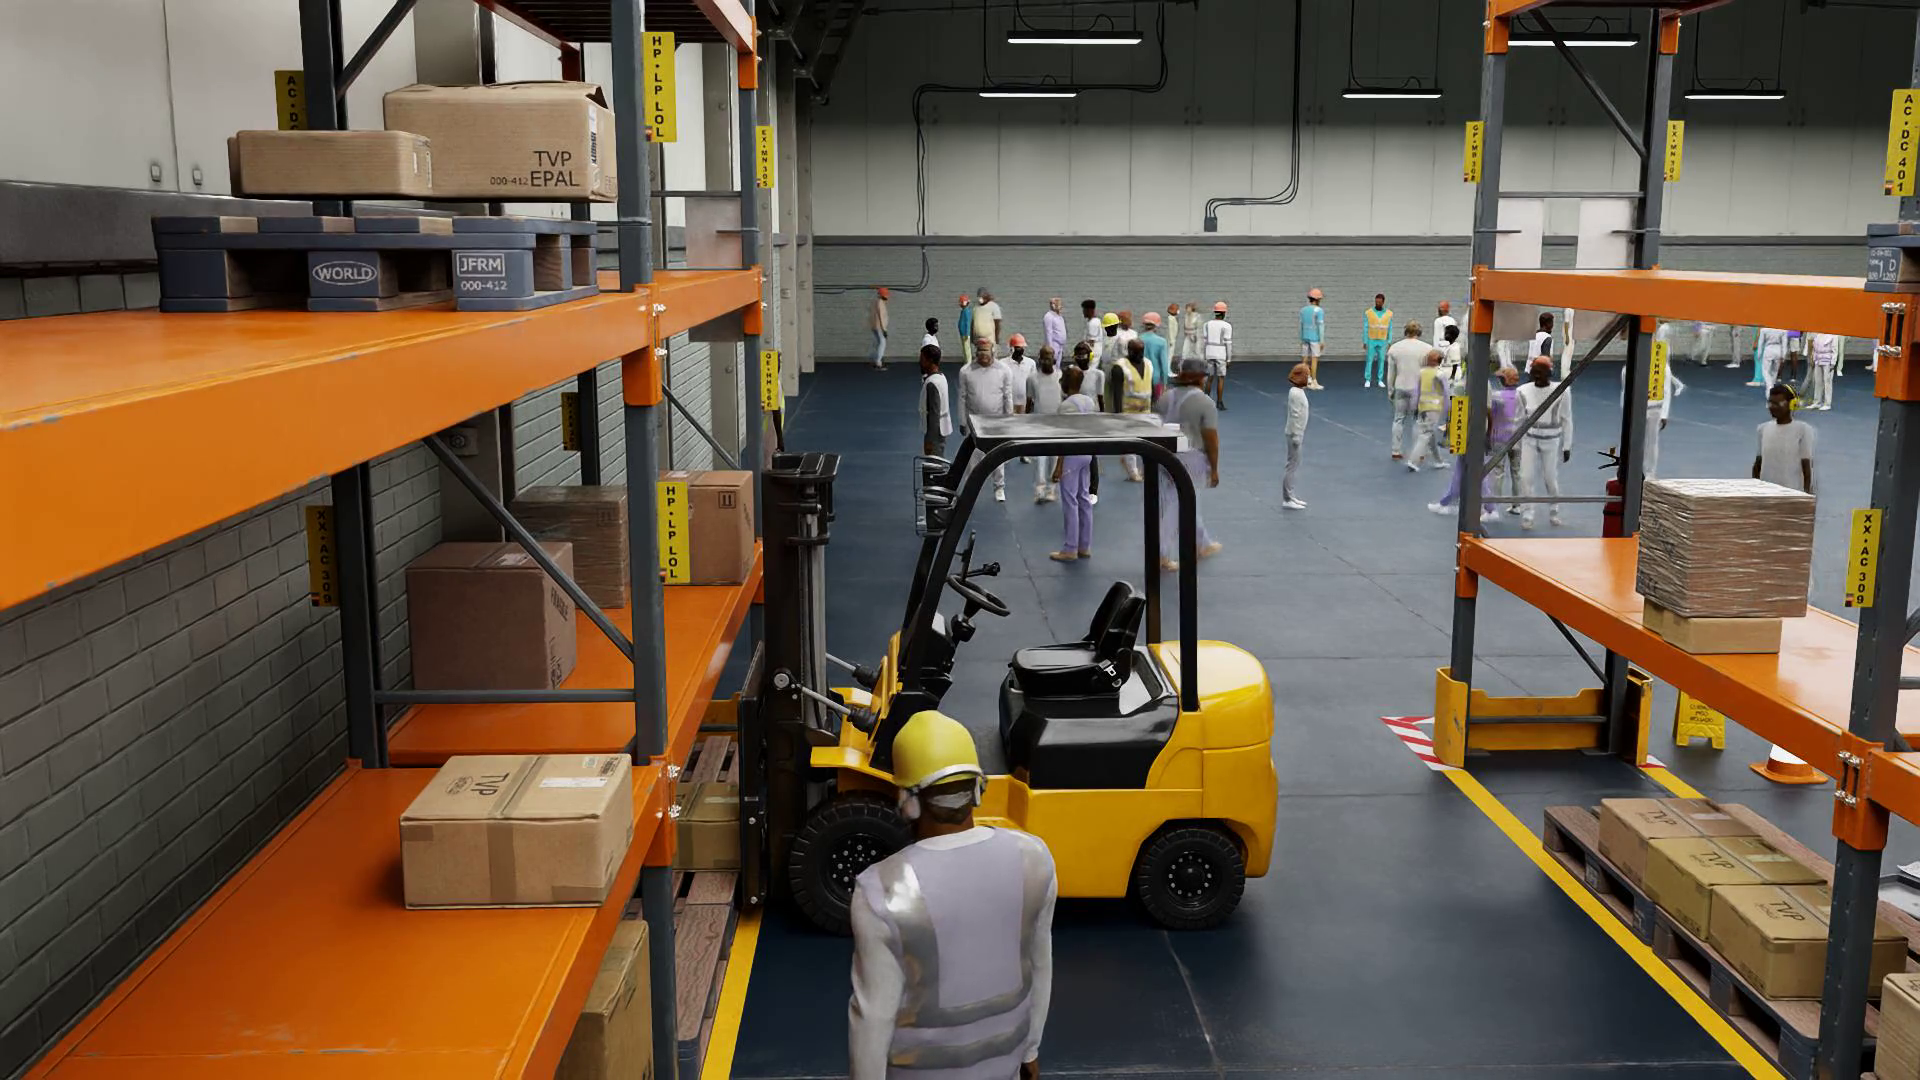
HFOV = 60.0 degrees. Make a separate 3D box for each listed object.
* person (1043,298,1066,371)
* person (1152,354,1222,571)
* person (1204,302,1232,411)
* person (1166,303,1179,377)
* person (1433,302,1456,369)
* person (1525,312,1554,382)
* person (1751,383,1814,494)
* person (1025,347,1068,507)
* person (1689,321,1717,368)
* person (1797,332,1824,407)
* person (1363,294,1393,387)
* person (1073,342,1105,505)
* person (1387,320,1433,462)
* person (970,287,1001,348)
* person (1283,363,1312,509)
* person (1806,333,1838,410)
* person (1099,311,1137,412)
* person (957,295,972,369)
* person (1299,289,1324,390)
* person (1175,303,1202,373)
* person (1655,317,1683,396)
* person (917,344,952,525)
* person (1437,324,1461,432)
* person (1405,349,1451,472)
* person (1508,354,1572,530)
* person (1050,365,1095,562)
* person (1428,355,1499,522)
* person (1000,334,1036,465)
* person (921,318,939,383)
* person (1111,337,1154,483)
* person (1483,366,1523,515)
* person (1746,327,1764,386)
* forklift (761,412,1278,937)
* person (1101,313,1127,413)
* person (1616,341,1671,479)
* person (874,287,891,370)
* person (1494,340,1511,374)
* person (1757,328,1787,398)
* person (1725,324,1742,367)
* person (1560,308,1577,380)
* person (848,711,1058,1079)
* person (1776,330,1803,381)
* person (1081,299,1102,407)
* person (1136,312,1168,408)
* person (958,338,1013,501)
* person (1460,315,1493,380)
[{"bbox_3d":[1.854,-3.737,32.254,0.409,1.909,0.640,4,11,22],"label":"person"},{"bbox_3d":[2.088,-0.776,15.382,1.143,2.000,0.689,-7,12,-34],"label":"person"},{"bbox_3d":[4.582,-3.258,29.541,0.539,1.929,0.391,7,13,35],"label":"person"},{"bbox_3d":[4.709,-4.433,36.922,0.279,1.627,0.499,2,10,13],"label":"person"},{"bbox_3d":[9.096,-3.536,31.251,0.591,1.873,0.371,-9,13,-40],"label":"person"},{"bbox_3d":[8.913,-2.541,25.585,0.397,1.911,0.588,0,10,-3],"label":"person"},{"bbox_3d":[6.689,-0.354,13.553,0.477,1.852,0.542,-6,12,-29],"label":"person"},{"bbox_3d":[1.008,-1.286,18.885,0.537,1.793,0.952,0,10,0],"label":"person"},{"bbox_3d":[17.627,-4.954,39.334,0.632,1.798,0.477,-7,12,-33],"label":"person"},{"bbox_3d":[15.488,-3.296,30.054,0.623,1.828,0.404,-5,11,-27],"label":"person"},{"bbox_3d":[8.603,-4.102,34.259,0.590,1.917,0.397,0,10,3],"label":"person"},{"bbox_3d":[1.404,-1.331,18.990,0.507,1.863,0.326,5,11,24],"label":"person"},{"bbox_3d":[6.120,-2.021,22.643,0.634,1.931,0.364,7,12,35],"label":"person"},{"bbox_3d":[0.493,-4.410,35.626,0.698,2.000,0.611,7,12,34],"label":"person"},{"bbox_3d":[3.797,-1.172,18.724,0.266,1.631,0.507,3,11,16],"label":"person"},{"bbox_3d":[15.385,-3.128,29.611,0.307,1.636,0.525,-2,10,-12],"label":"person"},{"bbox_3d":[2.675,-2.899,27.758,0.588,1.858,0.880,-5,12,-28],"label":"person"},{"bbox_3d":[0.102,-4.823,38.728,0.340,1.749,0.572,-1,10,-8],"label":"person"},{"bbox_3d":[7.154,-4.064,33.695,0.391,2.040,0.615,-7,12,-33],"label":"person"},{"bbox_3d":[5.304,-4.621,38.081,0.524,1.593,0.858,9,14,41],"label":"person"},{"bbox_3d":[13.579,-3.609,32.062,0.679,1.713,0.492,4,11,20],"label":"person"},{"bbox_3d":[-0.274,-1.104,17.551,0.380,1.918,0.596,1,10,3],"label":"person"},{"bbox_3d":[7.710,-2.537,26.152,0.316,1.696,0.542,2,10,9],"label":"person"},{"bbox_3d":[6.137,-1.692,21.712,0.843,1.599,0.530,-5,11,-27],"label":"person"},{"bbox_3d":[6.077,-1.026,17.364,0.644,1.852,0.703,6,12,32],"label":"person"},{"bbox_3d":[1.055,-0.718,15.604,0.344,1.847,0.505,8,13,39],"label":"person"},{"bbox_3d":[5.502,-1.111,17.932,0.482,1.816,0.994,-6,12,-32],"label":"person"},{"bbox_3d":[0.766,-1.888,22.376,0.574,1.750,0.338,-3,11,-15],"label":"person"},{"bbox_3d":[-0.519,-2.989,28.695,0.321,1.690,0.533,2,10,11],"label":"person"},{"bbox_3d":[2.143,-1.620,20.696,0.634,1.817,0.502,-6,12,-31],"label":"person"},{"bbox_3d":[5.998,-1.083,18.240,0.514,1.634,0.313,-2,10,-10],"label":"person"},{"bbox_3d":[16.624,-4.108,34.526,0.353,1.837,0.511,10,14,44],"label":"person"},{"bbox_3d":[0.291,0.548,7.580,2.313,2.155,1.214,0,10,-2],"label":"forklift"},{"bbox_3d":[2.298,-2.475,25.192,0.377,1.918,0.585,-5,11,-28],"label":"person"},{"bbox_3d":[8.152,-1.477,19.862,0.599,1.832,0.986,7,12,35],"label":"person"},{"bbox_3d":[-1.839,-4.934,38.849,0.420,1.948,0.790,-1,10,-8],"label":"person"},{"bbox_3d":[12.288,-4.662,37.557,0.378,1.857,0.731,9,13,40],"label":"person"},{"bbox_3d":[15.412,-3.513,31.542,0.491,1.721,0.685,2,10,10],"label":"person"},{"bbox_3d":[18.478,-4.986,39.668,0.320,1.742,0.492,2,10,13],"label":"person"},{"bbox_3d":[13.244,-4.393,36.077,0.342,1.846,0.509,7,12,35],"label":"person"},{"bbox_3d":[-0.040,1.331,4.258,0.589,1.822,0.403,-6,12,-31],"label":"person"},{"bbox_3d":[17.792,-4.384,35.712,0.603,1.959,0.375,3,11,15],"label":"person"},{"bbox_3d":[2.381,-3.382,30.136,0.406,1.952,0.700,1,10,5],"label":"person"},{"bbox_3d":[2.752,-2.322,24.195,0.653,1.970,0.569,5,11,27],"label":"person"},{"bbox_3d":[0.293,-1.381,19.170,0.640,1.899,0.397,1,10,4],"label":"person"},{"bbox_3d":[10.301,-3.886,33.142,0.629,1.891,1.040,-3,11,-19],"label":"person"}]
